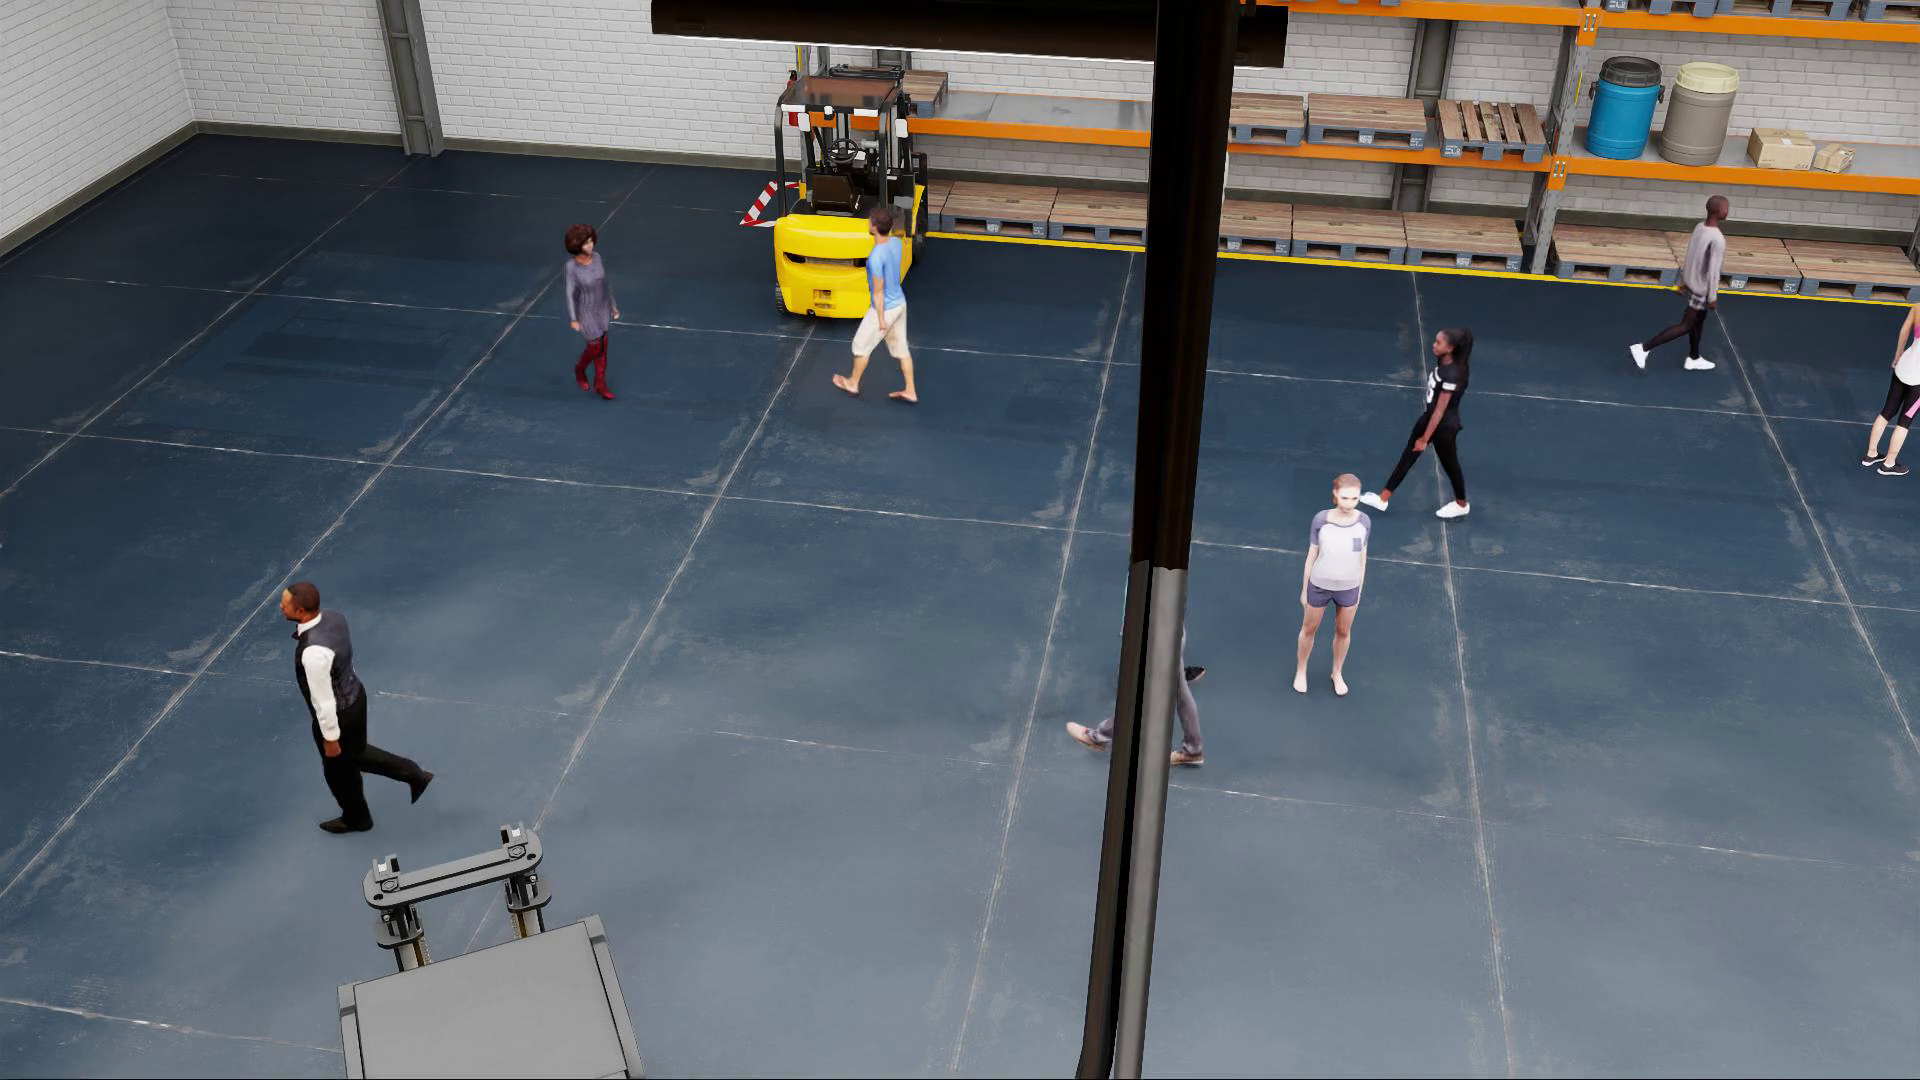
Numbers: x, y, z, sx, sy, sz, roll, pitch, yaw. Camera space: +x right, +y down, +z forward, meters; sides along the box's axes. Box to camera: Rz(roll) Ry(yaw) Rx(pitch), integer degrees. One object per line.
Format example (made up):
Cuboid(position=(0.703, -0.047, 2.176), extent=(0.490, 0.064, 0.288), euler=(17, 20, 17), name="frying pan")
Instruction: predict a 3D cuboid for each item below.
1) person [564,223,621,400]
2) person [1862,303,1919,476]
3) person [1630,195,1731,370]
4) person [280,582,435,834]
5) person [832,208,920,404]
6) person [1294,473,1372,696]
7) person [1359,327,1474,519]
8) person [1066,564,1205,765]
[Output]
Cuboid(position=(-3.383, -2.064, 15.063), extent=(0.799, 1.699, 0.727), euler=(22, 39, 29), name="person")
Cuboid(position=(7.998, -1.385, 13.961), extent=(0.684, 1.787, 0.691), euler=(-11, 35, -16), name="person")
Cuboid(position=(6.761, -2.332, 15.422), extent=(1.166, 1.748, 0.770), euler=(-1, 34, -2), name="person")
Cuboid(position=(-3.720, 1.045, 10.199), extent=(1.075, 1.905, 0.872), euler=(-3, 34, -5), name="person")
Cuboid(position=(-0.584, -2.058, 14.932), extent=(1.170, 1.834, 0.914), euler=(19, 38, 26), name="person")
Cuboid(position=(2.573, 0.299, 11.449), extent=(0.504, 1.763, 0.642), euler=(2, 34, 3), name="person")
Cuboid(position=(3.907, -0.881, 13.298), extent=(1.215, 1.683, 0.793), euler=(-1, 34, -1), name="person")
Cuboid(position=(1.395, 0.682, 10.755), extent=(1.203, 1.895, 0.799), euler=(8, 34, 12), name="person")
